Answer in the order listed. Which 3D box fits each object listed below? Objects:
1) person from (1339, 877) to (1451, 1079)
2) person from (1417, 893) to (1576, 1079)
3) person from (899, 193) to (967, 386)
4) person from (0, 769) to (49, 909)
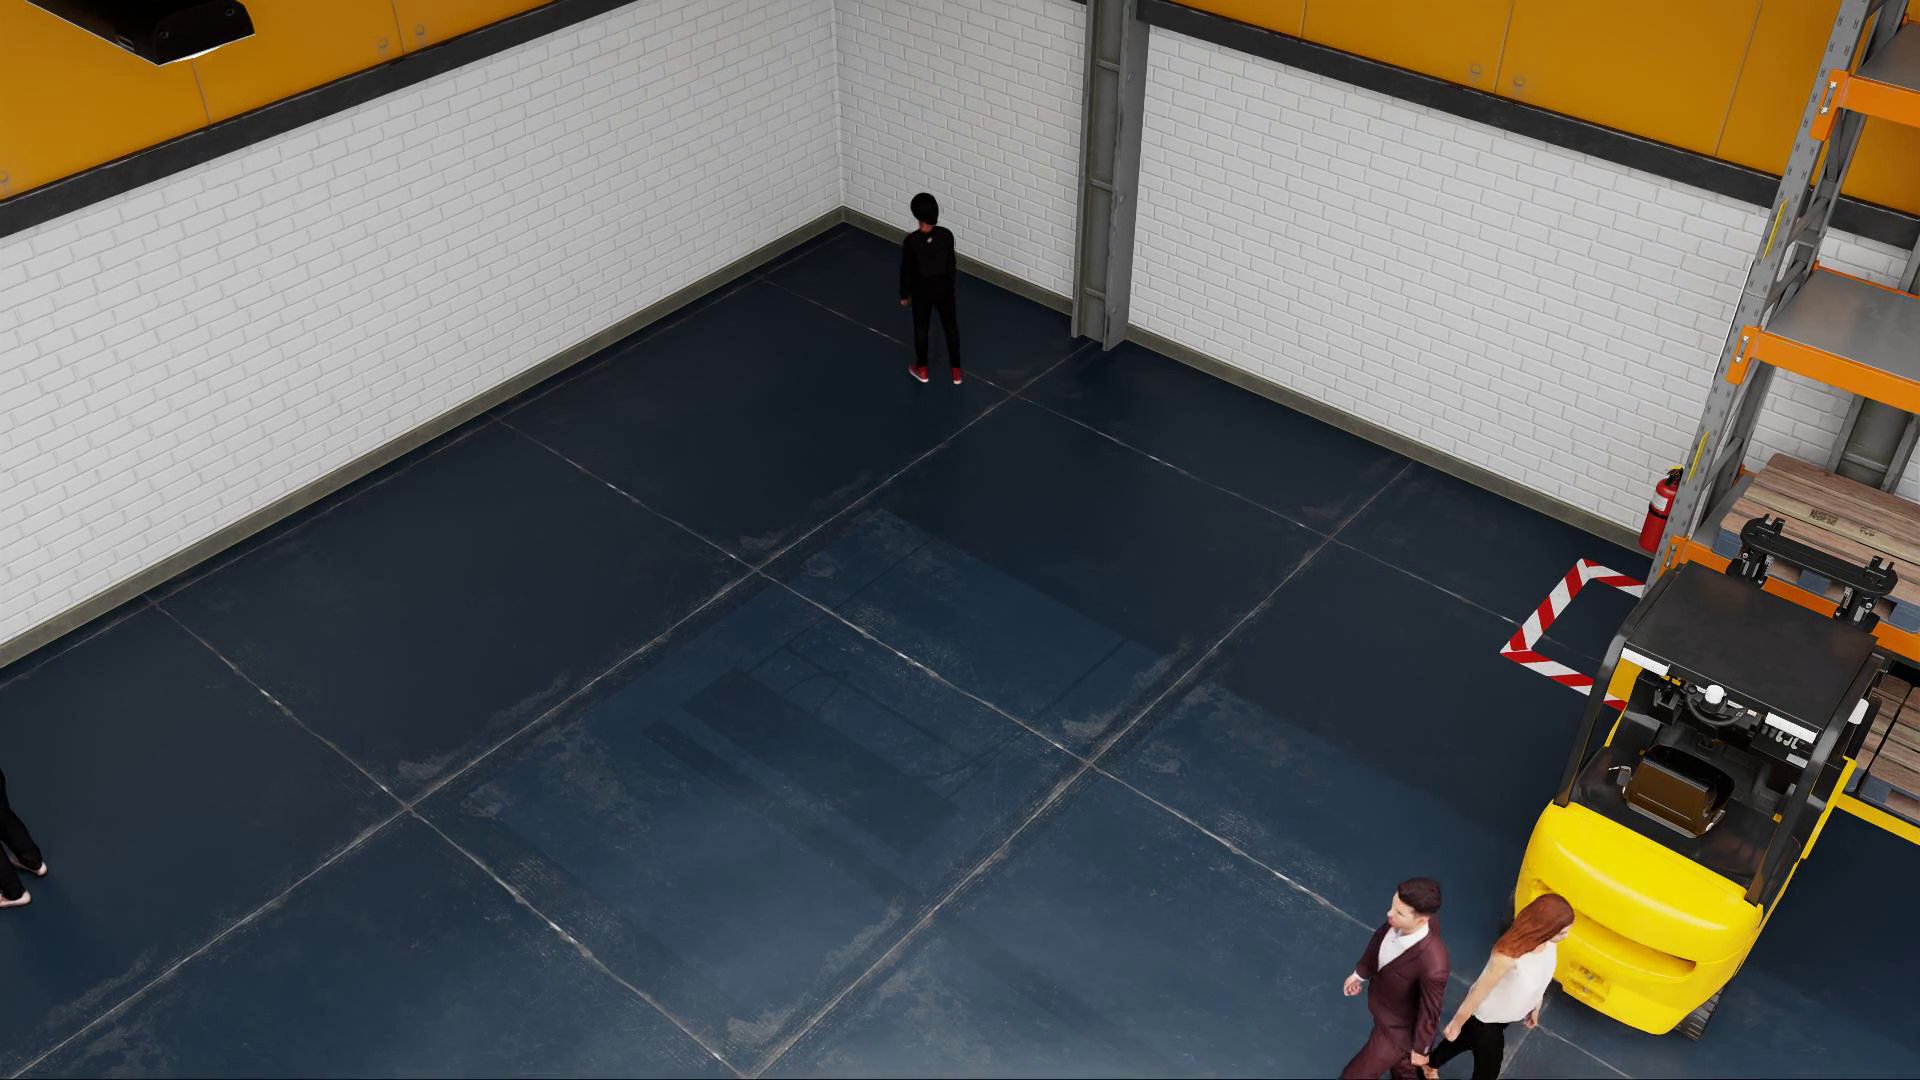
[{"bbox_3d":[2.191,2.265,8.008,1.011,1.846,0.939,1,39,1],"label":"person"},{"bbox_3d":[2.555,2.243,8.169,0.782,1.679,1.020,-23,44,-26],"label":"person"},{"bbox_3d":[-0.228,-2.026,13.529,0.830,1.660,0.870,-8,39,-10],"label":"person"},{"bbox_3d":[-5.520,1.416,9.257,0.810,1.613,0.773,3,39,3],"label":"person"}]
